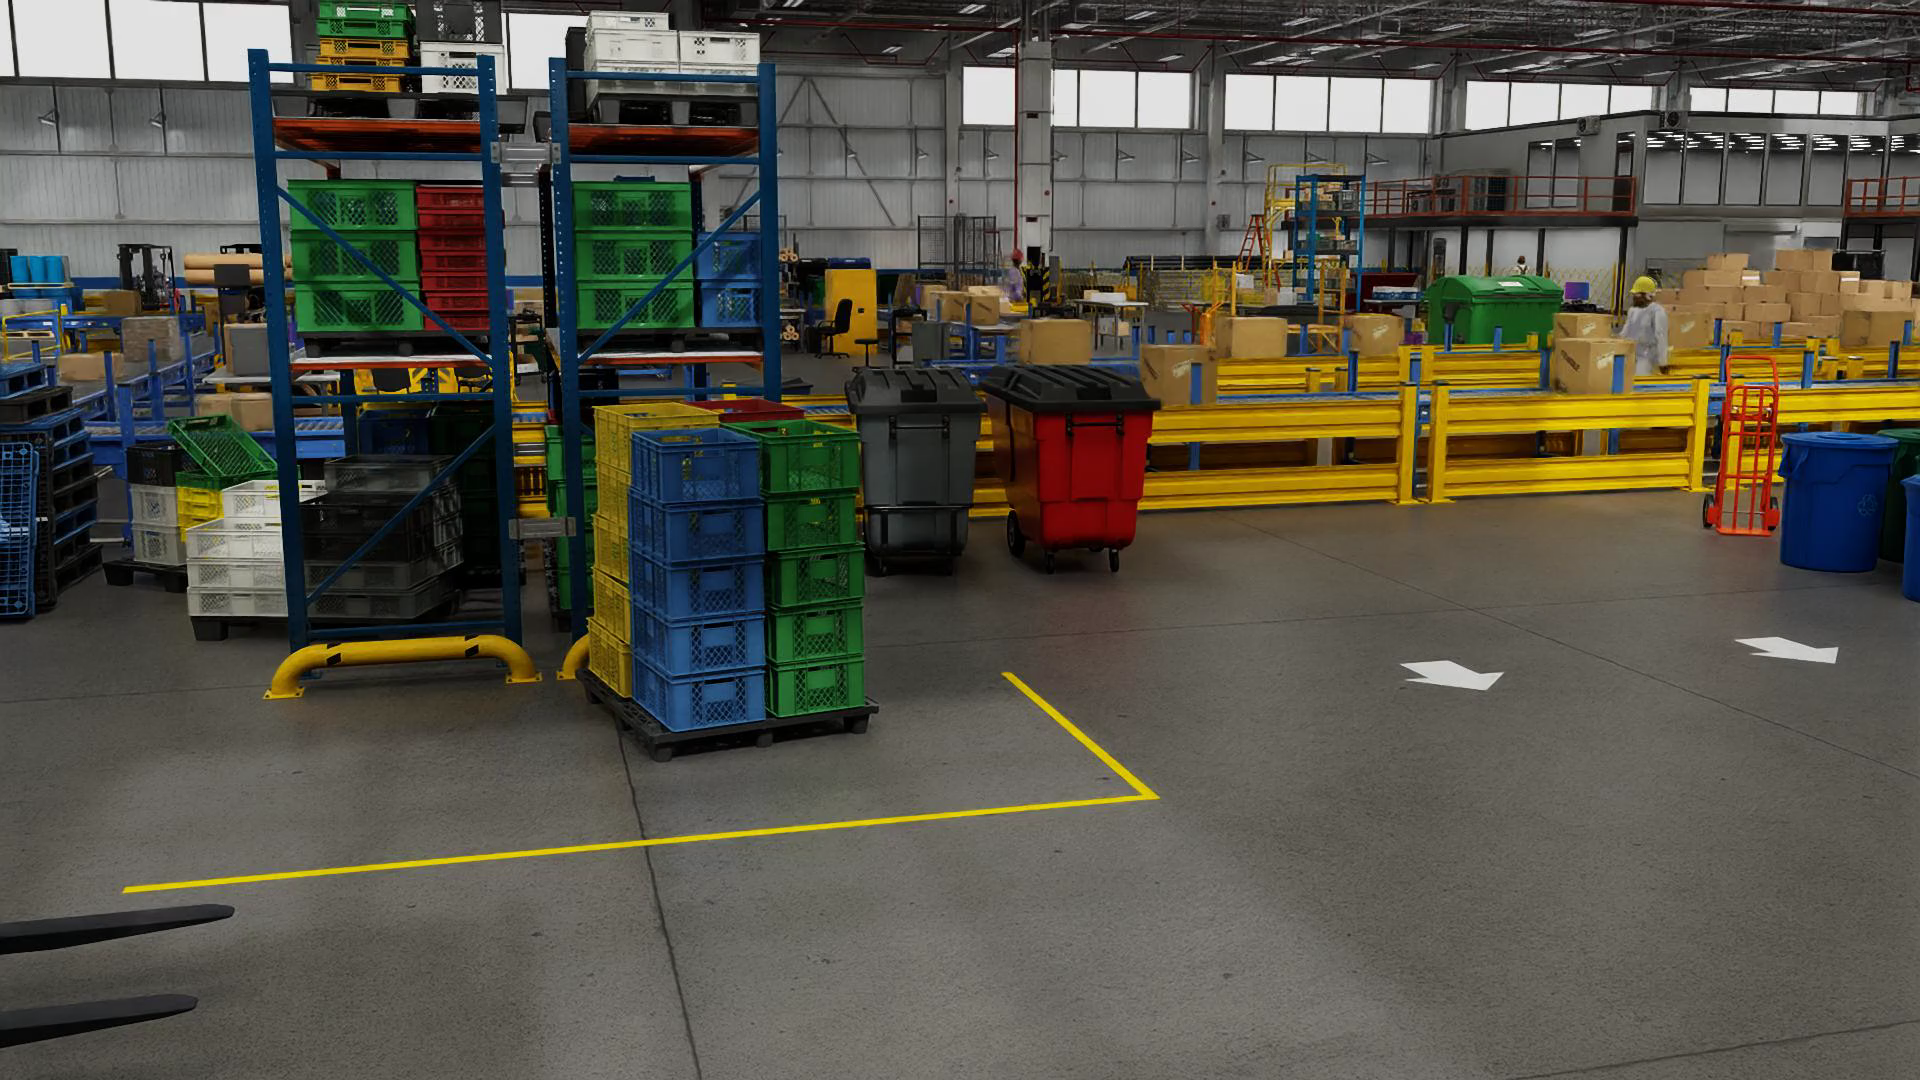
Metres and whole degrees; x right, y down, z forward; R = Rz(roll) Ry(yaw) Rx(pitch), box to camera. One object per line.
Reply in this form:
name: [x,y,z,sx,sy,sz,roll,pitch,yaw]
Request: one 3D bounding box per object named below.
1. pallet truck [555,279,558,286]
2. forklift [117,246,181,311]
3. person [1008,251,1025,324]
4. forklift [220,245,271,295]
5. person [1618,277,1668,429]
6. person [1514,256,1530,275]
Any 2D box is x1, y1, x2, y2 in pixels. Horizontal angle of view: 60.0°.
pallet truck: [-10.604,-6.375,44.520,0.653,1.274,1.630,-3,10,-15]
forklift: [-19.966,-6.232,40.894,1.157,1.987,2.680,-3,10,-15]
person: [1.318,-5.590,38.020,0.422,2.026,0.618,3,11,18]
forklift: [-17.749,-6.334,41.440,1.157,1.987,2.680,-3,10,-17]
person: [7.614,-2.060,18.720,0.965,1.773,0.606,-1,10,-7]
person: [16.707,-7.538,49.568,0.506,1.847,0.344,-1,10,-4]
